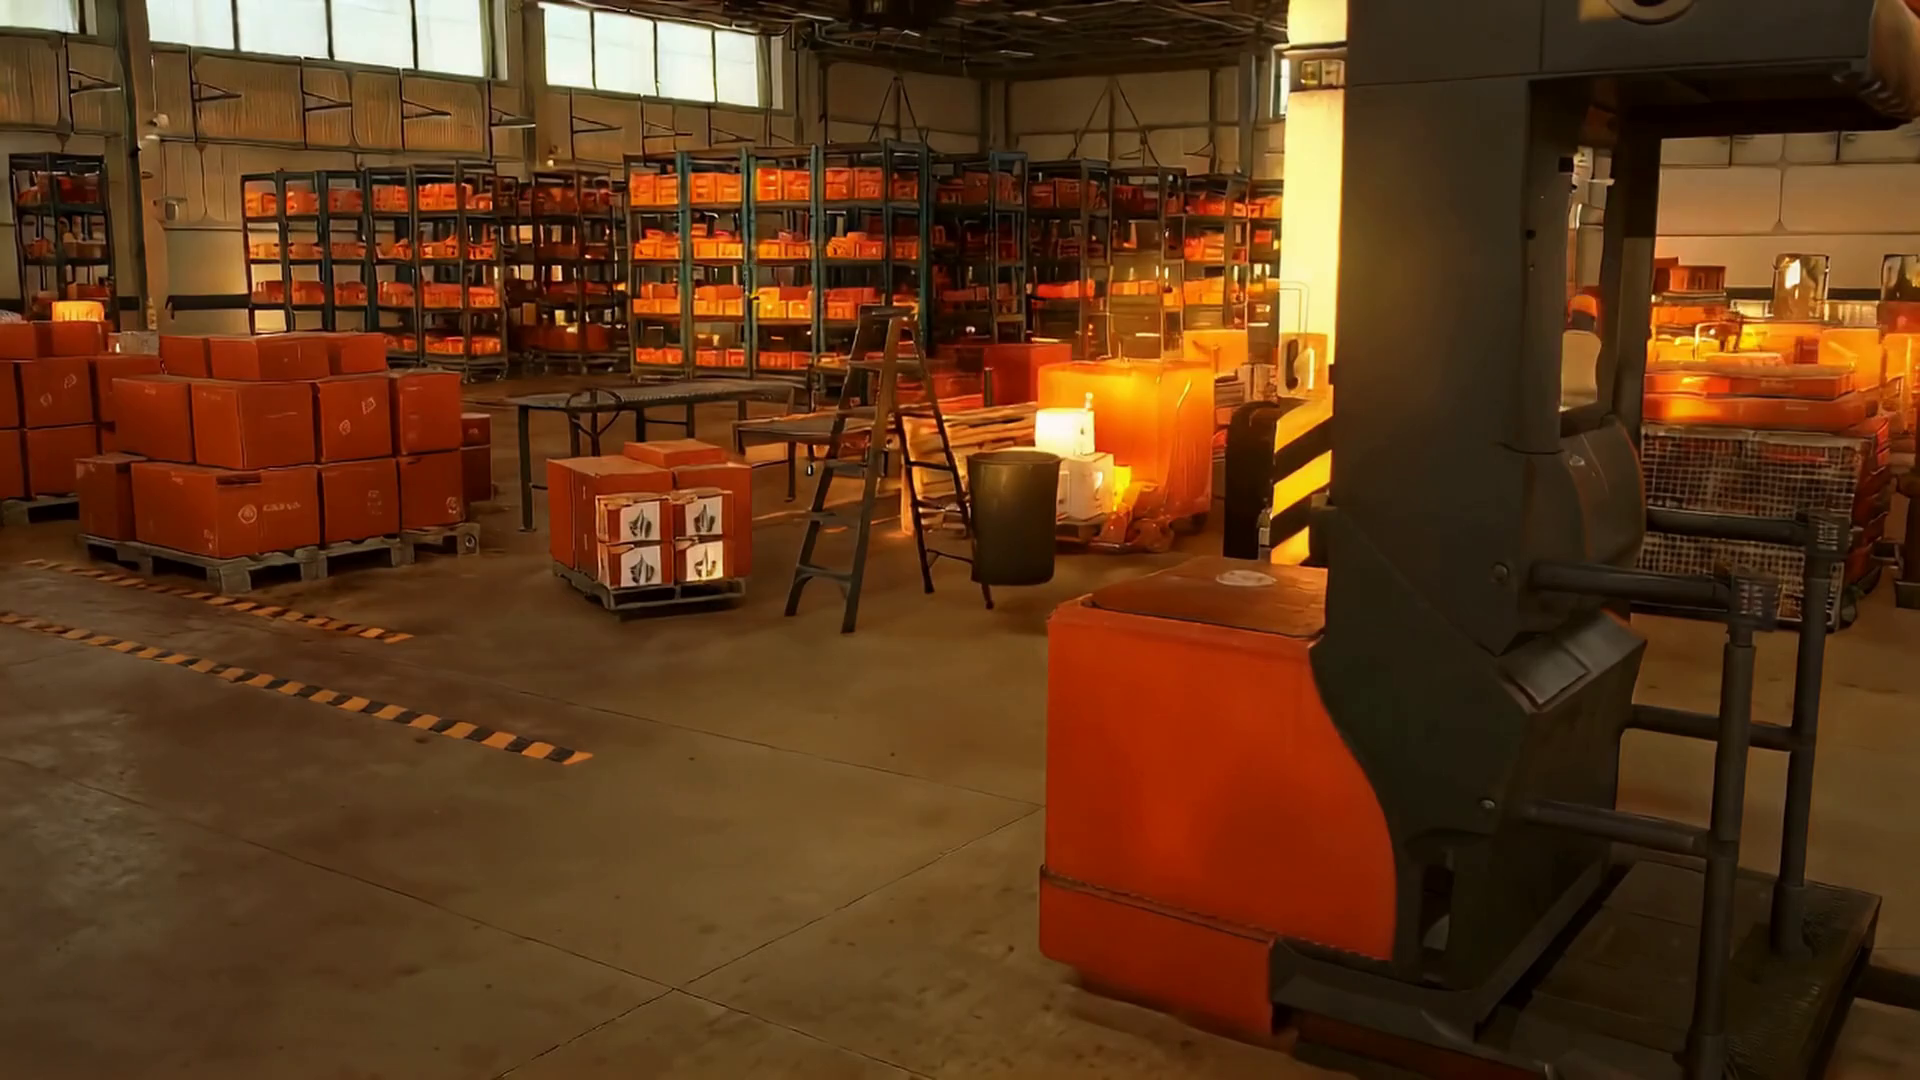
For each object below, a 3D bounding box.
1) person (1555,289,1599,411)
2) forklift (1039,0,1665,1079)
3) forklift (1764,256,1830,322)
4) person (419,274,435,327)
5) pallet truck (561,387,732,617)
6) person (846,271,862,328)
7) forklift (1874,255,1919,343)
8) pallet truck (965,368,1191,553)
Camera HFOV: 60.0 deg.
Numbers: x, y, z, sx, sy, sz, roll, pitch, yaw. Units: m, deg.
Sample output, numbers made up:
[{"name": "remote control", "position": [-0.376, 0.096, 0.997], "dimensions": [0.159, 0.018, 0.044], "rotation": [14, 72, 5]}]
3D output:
[{"name": "person", "position": [4.600, -0.970, 12.499], "dimensions": [0.601, 1.814, 0.414], "rotation": [2, 10, 15]}, {"name": "forklift", "position": [1.249, -0.137, 4.360], "dimensions": [1.873, 2.768, 1.129], "rotation": [7, 12, 35]}, {"name": "forklift", "position": [20.253, -5.854, 40.139], "dimensions": [1.157, 1.987, 2.680], "rotation": [7, 12, 35]}, {"name": "person", "position": [-11.565, -4.894, 36.079], "dimensions": [0.359, 1.743, 0.563], "rotation": [4, 10, 24]}, {"name": "pallet truck", "position": [-1.981, -0.274, 10.088], "dimensions": [0.680, 1.201, 1.601], "rotation": [-5, 11, -28]}, {"name": "person", "position": [-2.092, -4.604, 33.484], "dimensions": [0.399, 2.033, 0.605], "rotation": [-1, 10, -7]}, {"name": "forklift", "position": [22.089, -5.634, 38.796], "dimensions": [1.157, 1.987, 2.680], "rotation": [6, 11, 33]}, {"name": "pallet truck", "position": [0.845, -0.609, 11.869], "dimensions": [1.630, 1.274, 0.653], "rotation": [7, 12, 35]}]
